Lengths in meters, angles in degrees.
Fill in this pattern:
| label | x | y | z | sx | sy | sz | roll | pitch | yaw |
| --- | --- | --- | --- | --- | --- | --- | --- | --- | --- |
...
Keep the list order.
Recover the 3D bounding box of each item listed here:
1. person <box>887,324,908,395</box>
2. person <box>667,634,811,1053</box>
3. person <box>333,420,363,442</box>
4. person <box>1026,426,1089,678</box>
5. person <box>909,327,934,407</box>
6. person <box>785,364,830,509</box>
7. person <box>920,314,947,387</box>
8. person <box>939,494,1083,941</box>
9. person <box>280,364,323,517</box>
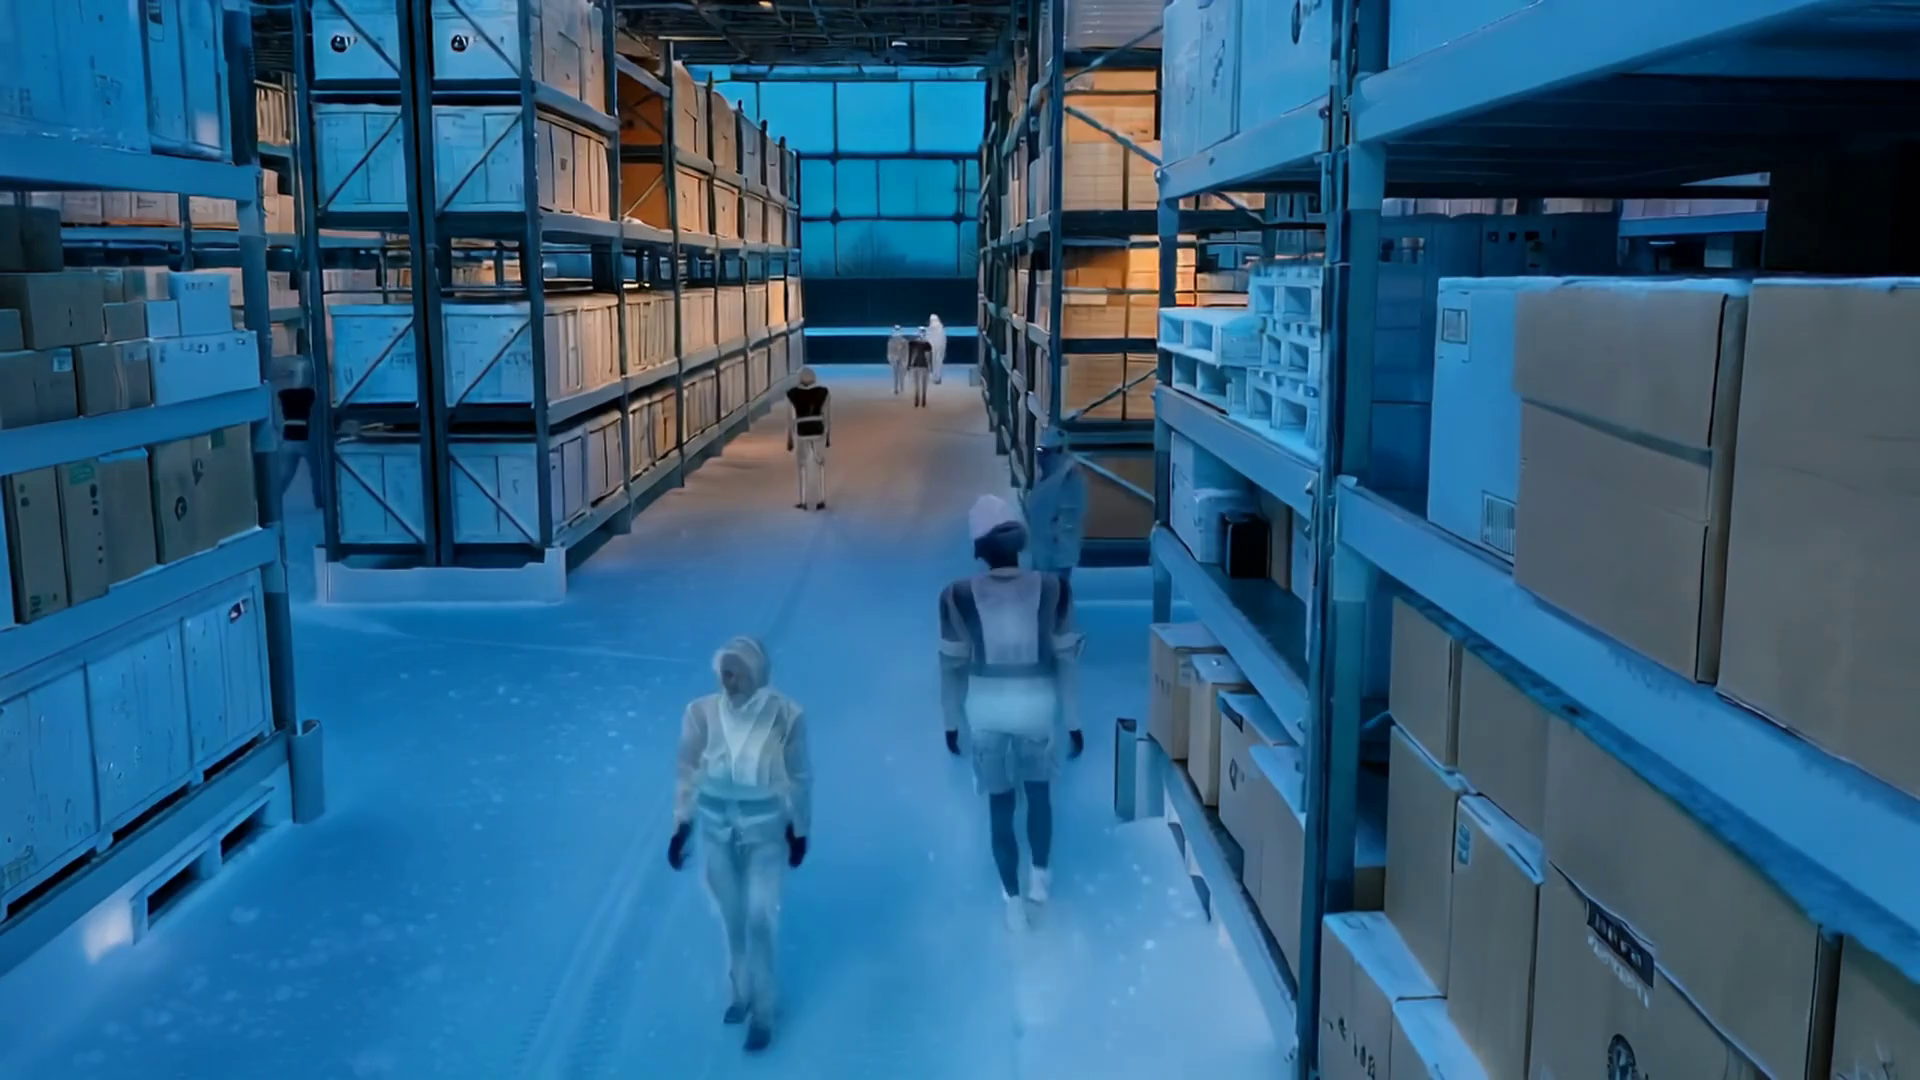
| label | x | y | z | sx | sy | sz | roll | pitch | yaw |
| --- | --- | --- | --- | --- | --- | --- | --- | --- | --- |
| person | -1.515 | -4.330 | 39.991 | 0.501 | 1.711 | 0.836 | 0 | 9 | 0 |
| person | -0.869 | 1.177 | 6.510 | 0.527 | 1.620 | 0.590 | 3 | 10 | 16 |
| person | -7.454 | -1.059 | 20.282 | 0.503 | 1.589 | 0.831 | 1 | 9 | 3 |
| person | 0.714 | 0.093 | 12.290 | 0.485 | 1.891 | 0.667 | -4 | 10 | -24 |
| person | -0.838 | -3.781 | 36.492 | 0.544 | 1.749 | 0.396 | 1 | 9 | 5 |
| person | -1.928 | -1.296 | 21.059 | 0.589 | 1.862 | 0.444 | -4 | 10 | -23 |
| person | -0.713 | -4.850 | 42.625 | 0.673 | 1.881 | 0.784 | 6 | 11 | 31 |
| person | 0.226 | 0.794 | 7.616 | 0.639 | 2.018 | 0.605 | 0 | 9 | -1 |
| person | -8.158 | -1.231 | 20.513 | 0.600 | 1.874 | 0.991 | 3 | 10 | 17 |
